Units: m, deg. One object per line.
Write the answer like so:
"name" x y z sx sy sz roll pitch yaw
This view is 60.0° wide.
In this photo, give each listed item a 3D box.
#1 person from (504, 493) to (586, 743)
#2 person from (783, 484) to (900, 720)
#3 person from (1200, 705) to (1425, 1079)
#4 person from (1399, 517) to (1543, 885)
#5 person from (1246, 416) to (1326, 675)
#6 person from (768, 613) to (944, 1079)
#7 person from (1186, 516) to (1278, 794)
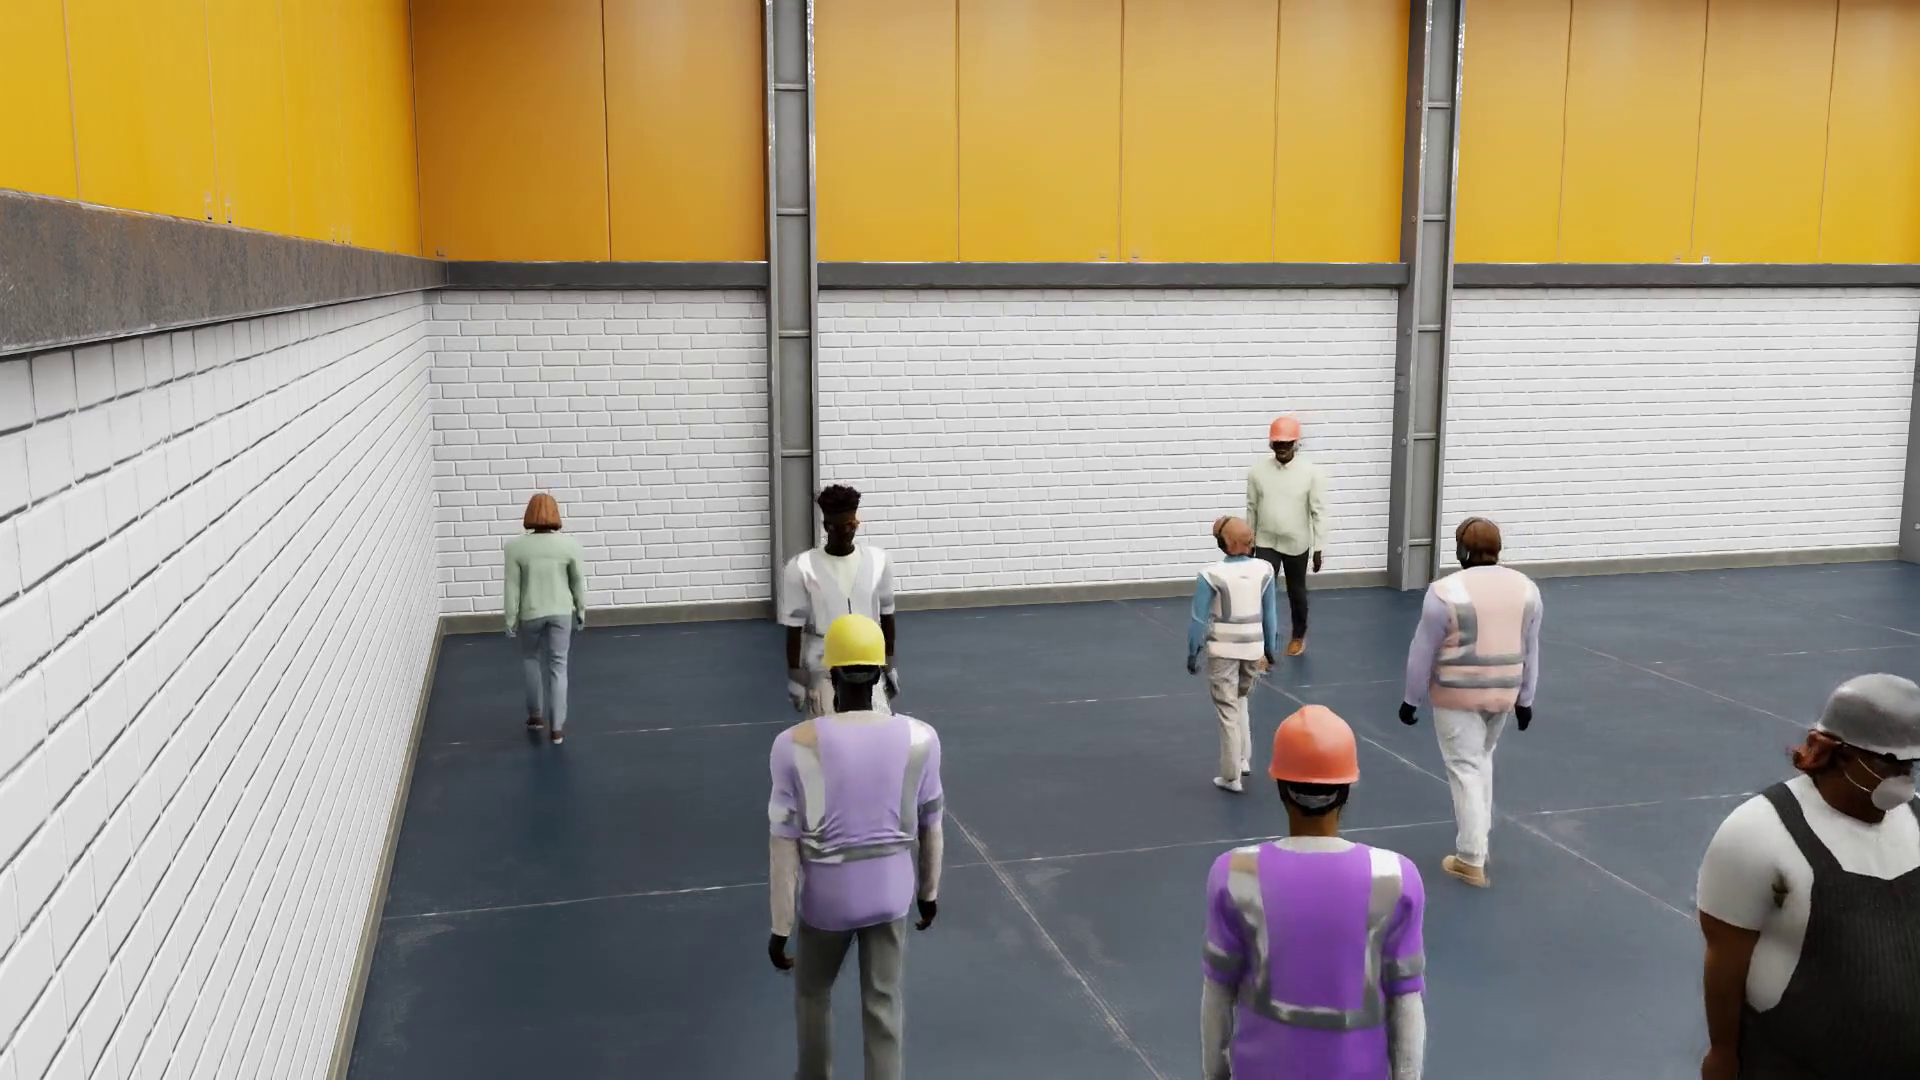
"person" -2.717 0.490 10.896 0.524 1.610 0.645 -3 10 -17
"person" -0.605 0.669 8.706 0.642 1.951 0.419 -3 10 -19
"person" 0.917 1.382 4.362 0.577 1.922 0.404 2 9 10
"person" 2.532 0.785 8.384 0.644 1.819 0.624 -3 10 -19
"person" 2.523 0.006 12.868 0.625 1.961 0.965 4 10 21
"person" -0.376 1.180 5.676 0.628 1.898 0.769 -3 10 -17
"person" 1.575 0.661 9.764 0.547 1.619 0.456 -4 10 -22
